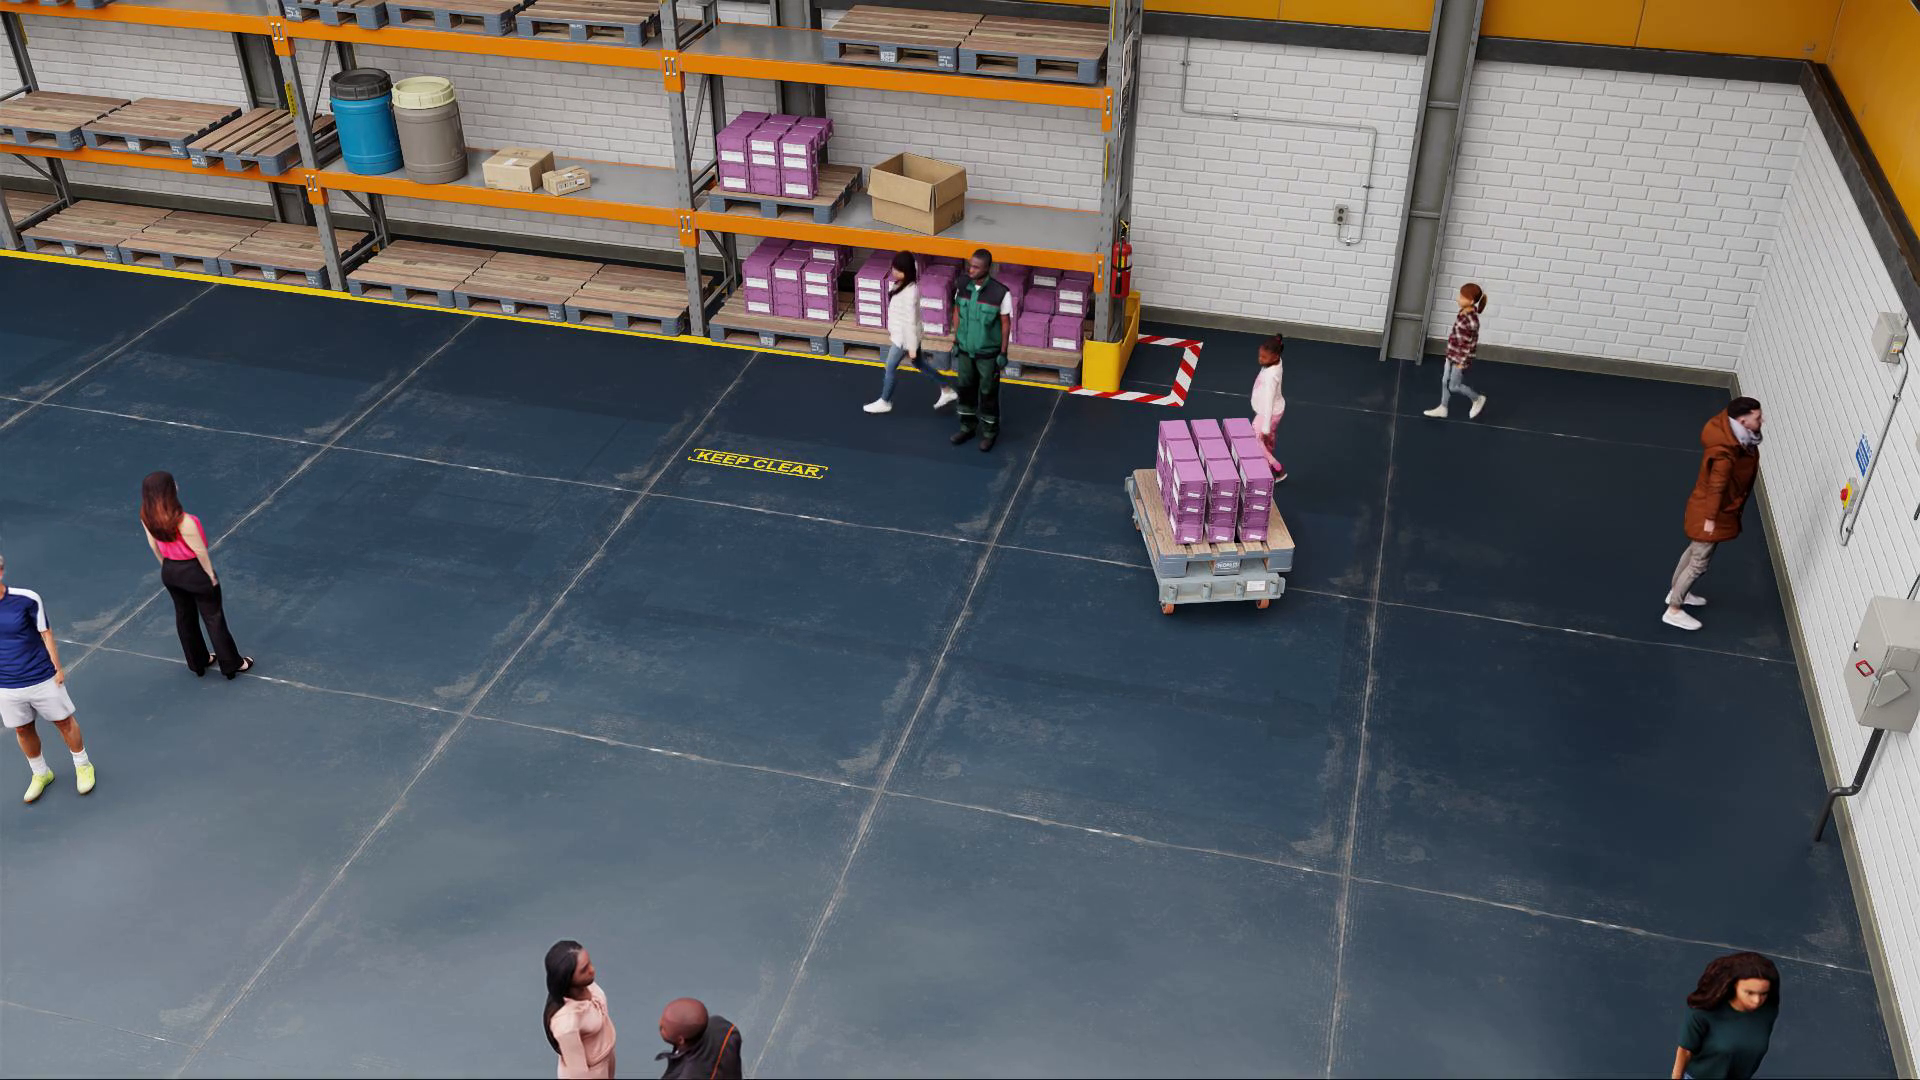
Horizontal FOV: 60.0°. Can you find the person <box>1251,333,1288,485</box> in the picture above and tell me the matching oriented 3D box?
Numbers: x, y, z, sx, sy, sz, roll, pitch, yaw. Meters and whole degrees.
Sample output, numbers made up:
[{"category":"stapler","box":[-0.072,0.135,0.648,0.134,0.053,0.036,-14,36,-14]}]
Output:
[{"category":"person","box":[2.589,-1.054,13.601,0.634,1.443,0.603,13,36,19]}]

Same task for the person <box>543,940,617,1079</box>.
[{"category":"person","box":[-1.773,2.544,7.937,0.653,1.721,0.690,-3,34,-4]}]

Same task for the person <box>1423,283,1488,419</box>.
[{"category":"person","box":[4.450,-1.638,14.610,0.813,1.298,0.658,-1,34,-2]}]

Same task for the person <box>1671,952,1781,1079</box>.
[{"category":"person","box":[3.606,2.574,7.986,0.613,1.617,0.722,0,34,0]}]

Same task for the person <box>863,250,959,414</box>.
[{"category":"person","box":[-0.378,-1.798,14.584,1.175,1.593,0.893,-1,34,-2]}]

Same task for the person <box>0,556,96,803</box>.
[{"category":"person","box":[-5.868,0.828,10.411,0.672,1.839,0.784,-9,35,-13]}]

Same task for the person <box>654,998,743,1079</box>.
[{"category":"person","box":[-1.135,2.720,7.585,0.571,1.817,0.690,10,35,14]}]

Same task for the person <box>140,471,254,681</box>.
[{"category":"person","box":[-5.302,0.242,11.457,0.446,1.659,0.642,9,35,14]}]

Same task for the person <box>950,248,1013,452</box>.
[{"category":"person","box":[0.170,-1.632,14.112,0.625,1.840,0.799,17,37,23]}]

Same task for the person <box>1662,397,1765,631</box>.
[{"category":"person","box":[5.413,-0.214,11.983,0.727,1.835,0.741,14,36,20]}]
